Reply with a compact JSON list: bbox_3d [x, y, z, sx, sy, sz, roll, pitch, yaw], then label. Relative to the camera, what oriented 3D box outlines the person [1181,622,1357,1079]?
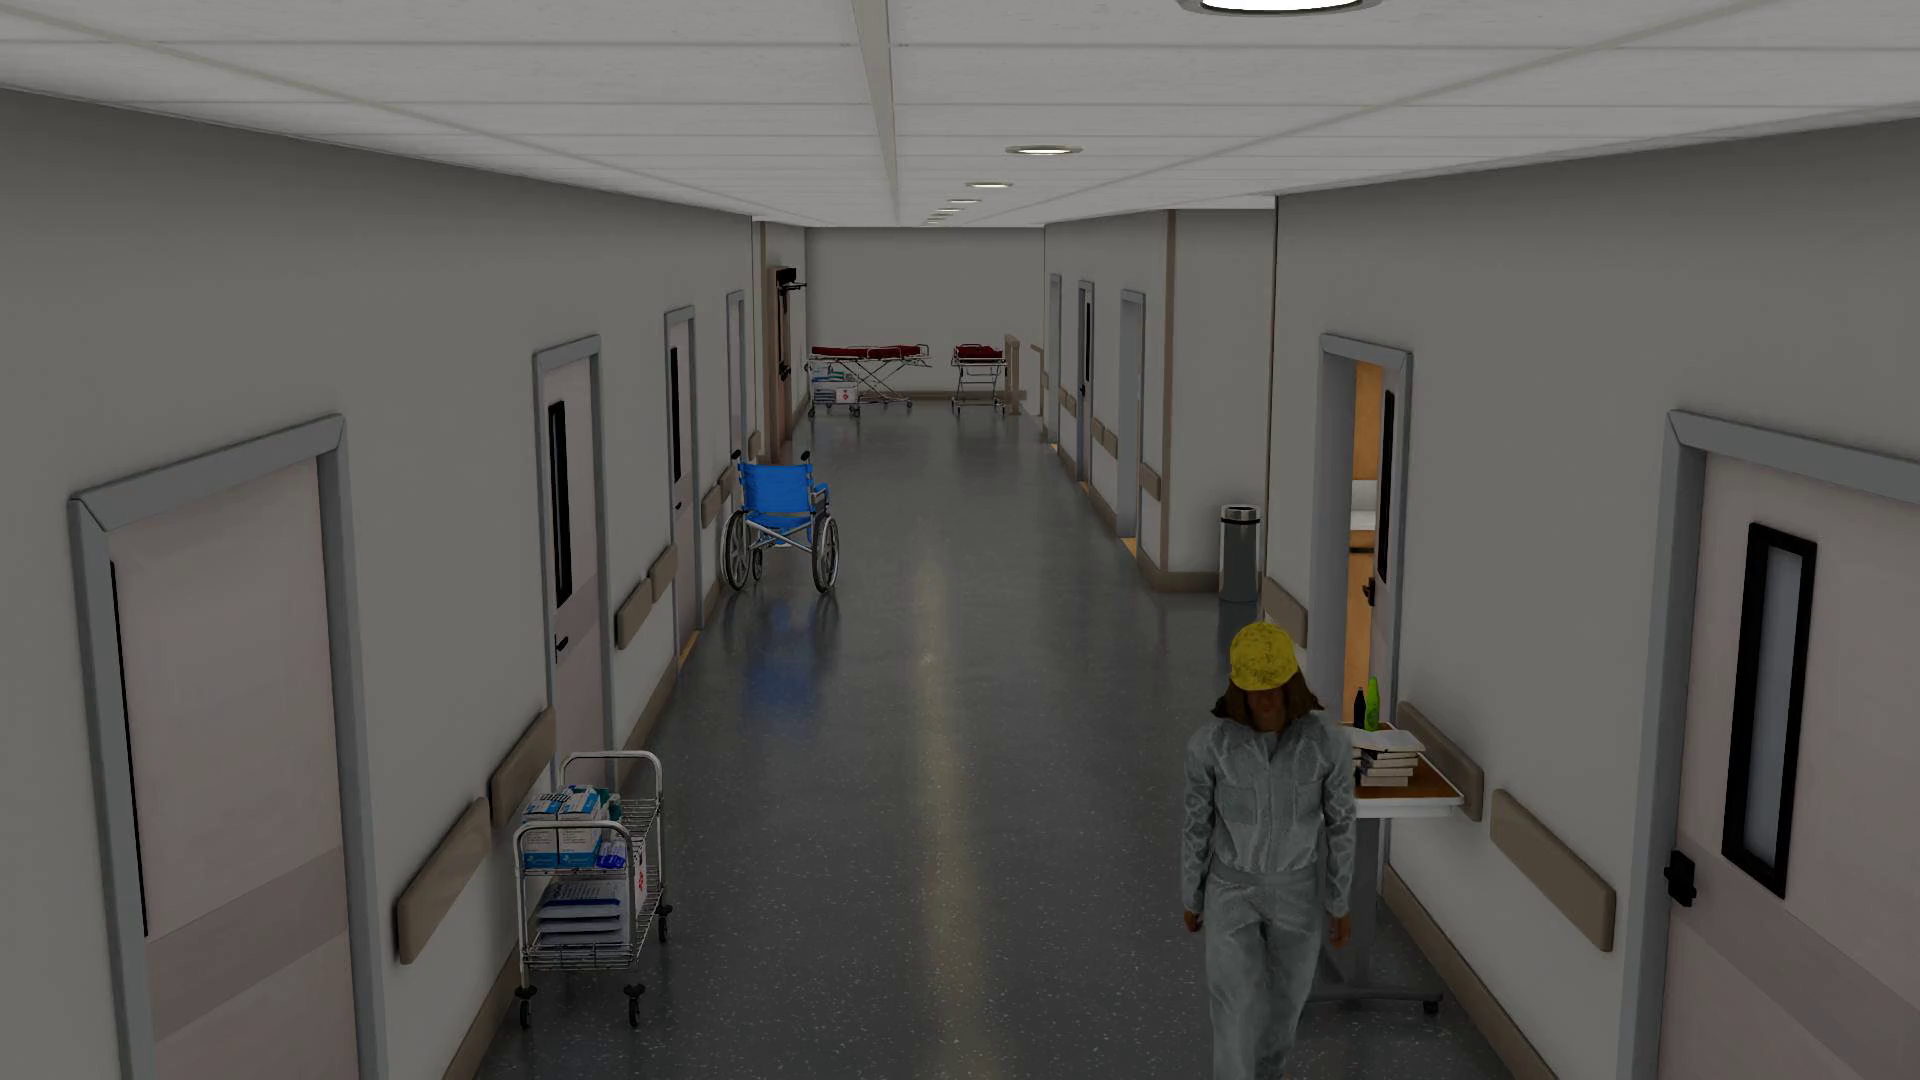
[{"bbox_3d":[0.902,1.039,5.020,0.504,1.706,0.632,0,10,-2],"label":"person"}]
